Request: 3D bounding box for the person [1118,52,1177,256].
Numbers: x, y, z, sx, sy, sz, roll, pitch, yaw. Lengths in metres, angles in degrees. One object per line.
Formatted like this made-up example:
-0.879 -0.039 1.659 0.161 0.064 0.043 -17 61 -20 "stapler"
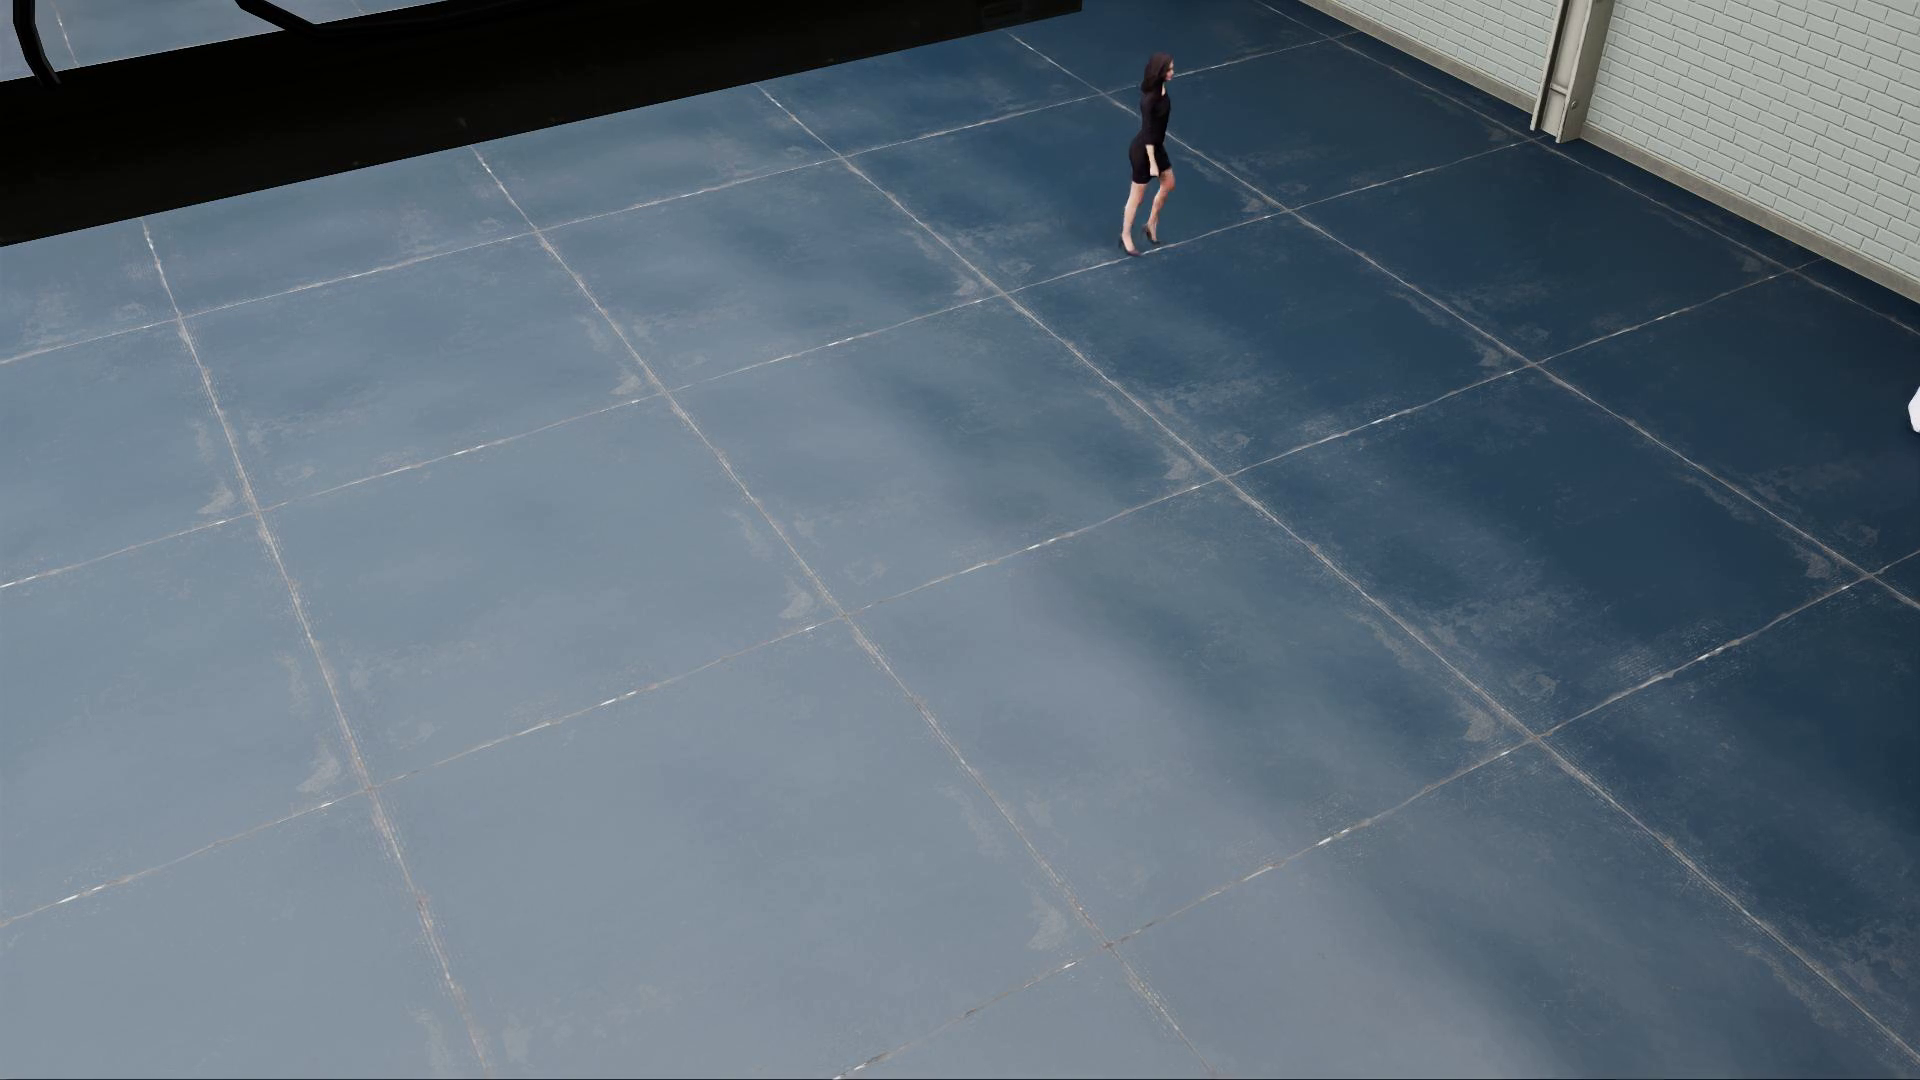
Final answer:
1.484 -3.203 13.826 0.799 1.787 0.750 18 42 22 "person"
